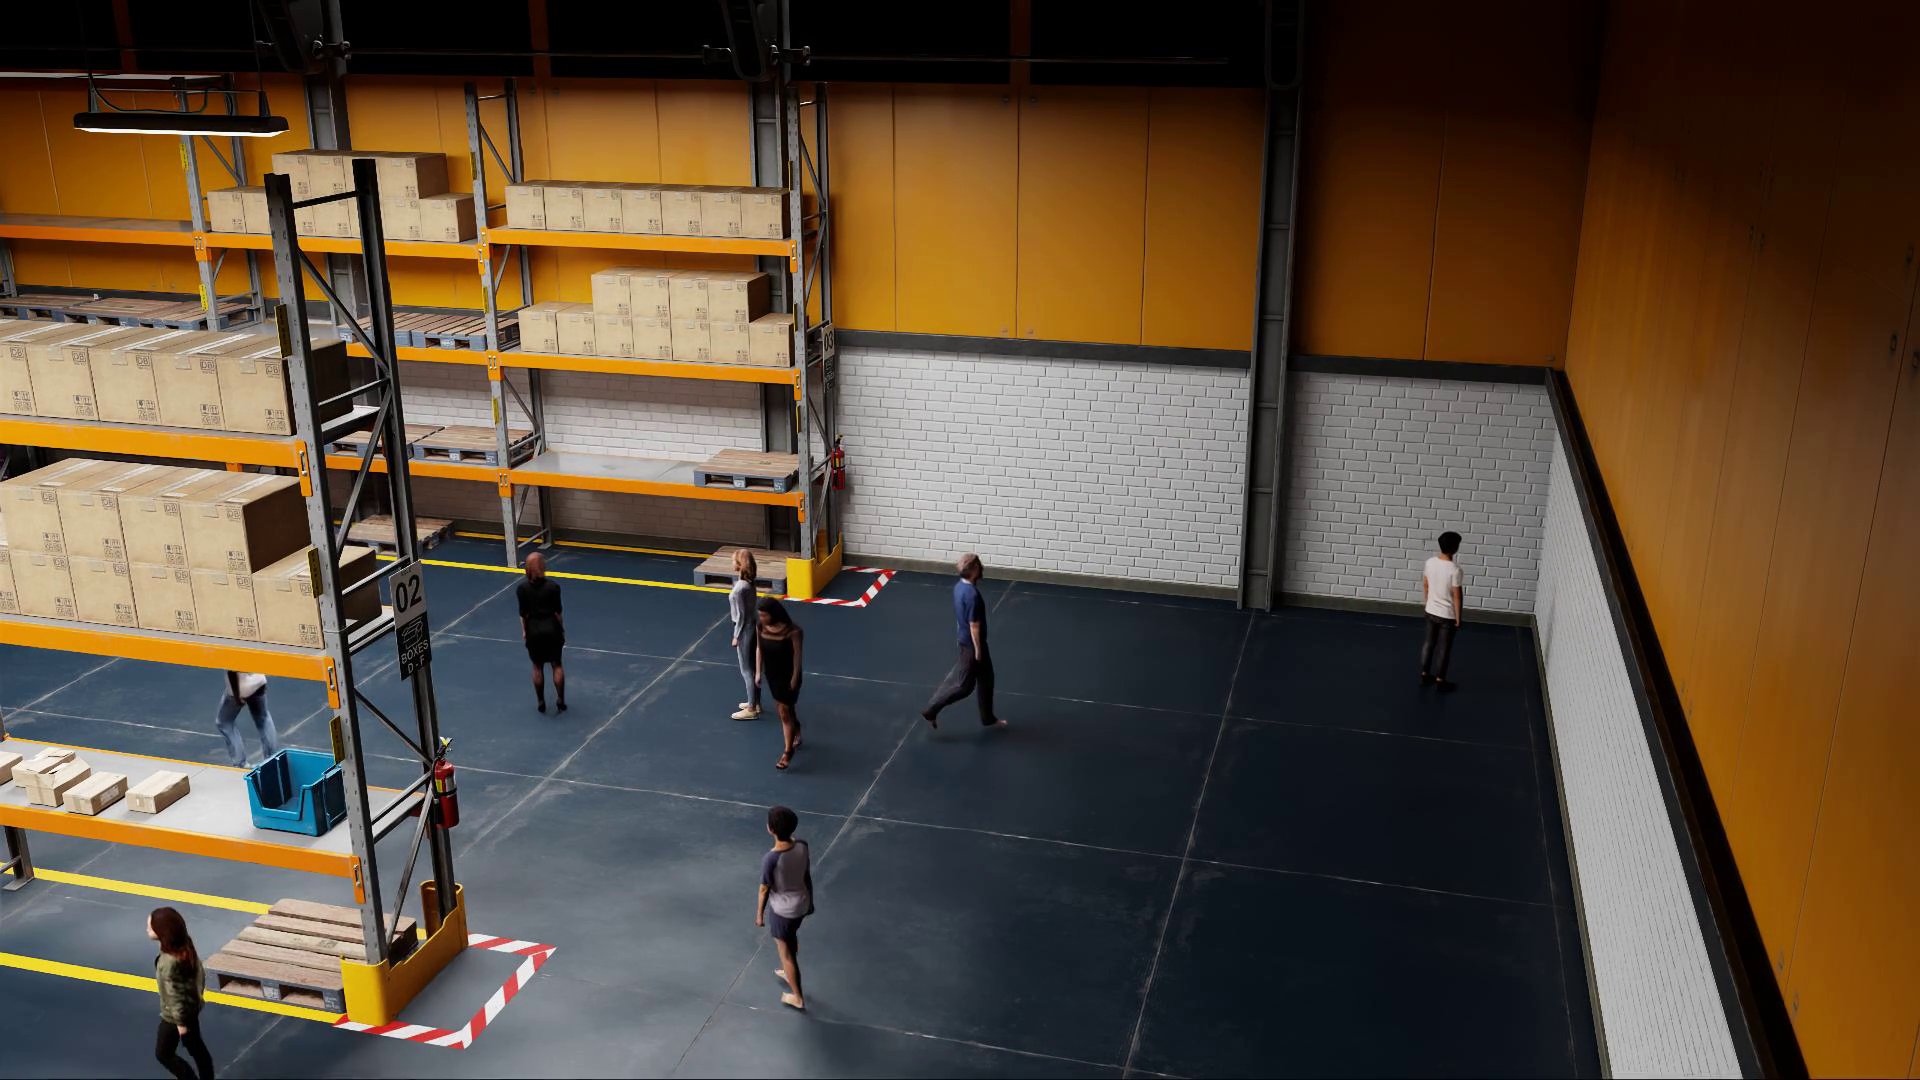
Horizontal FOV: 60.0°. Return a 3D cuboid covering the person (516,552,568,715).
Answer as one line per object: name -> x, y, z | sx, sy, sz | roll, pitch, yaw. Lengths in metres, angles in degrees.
person -> -4.212, 0.945, 16.821 | 0.562, 1.703, 0.712 | -2, 19, -6

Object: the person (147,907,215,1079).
person -> -5.024, 3.063, 10.901 | 0.688, 1.467, 0.673 | -5, 19, -14

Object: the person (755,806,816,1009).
person -> -1.187, 2.658, 11.978 | 0.825, 1.548, 0.735 | 16, 25, 40

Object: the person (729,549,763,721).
person -> -2.143, 0.935, 16.704 | 0.528, 1.797, 0.598 | 4, 19, 10

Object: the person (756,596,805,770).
person -> -1.658, 1.300, 15.831 | 0.932, 1.663, 0.858 | 8, 20, 22

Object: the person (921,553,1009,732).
person -> 0.030, 1.046, 16.301 | 1.210, 1.843, 0.934 | -2, 19, -7

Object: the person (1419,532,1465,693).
person -> 5.047, 0.726, 17.441 | 0.757, 1.721, 0.683 | -12, 22, -31
